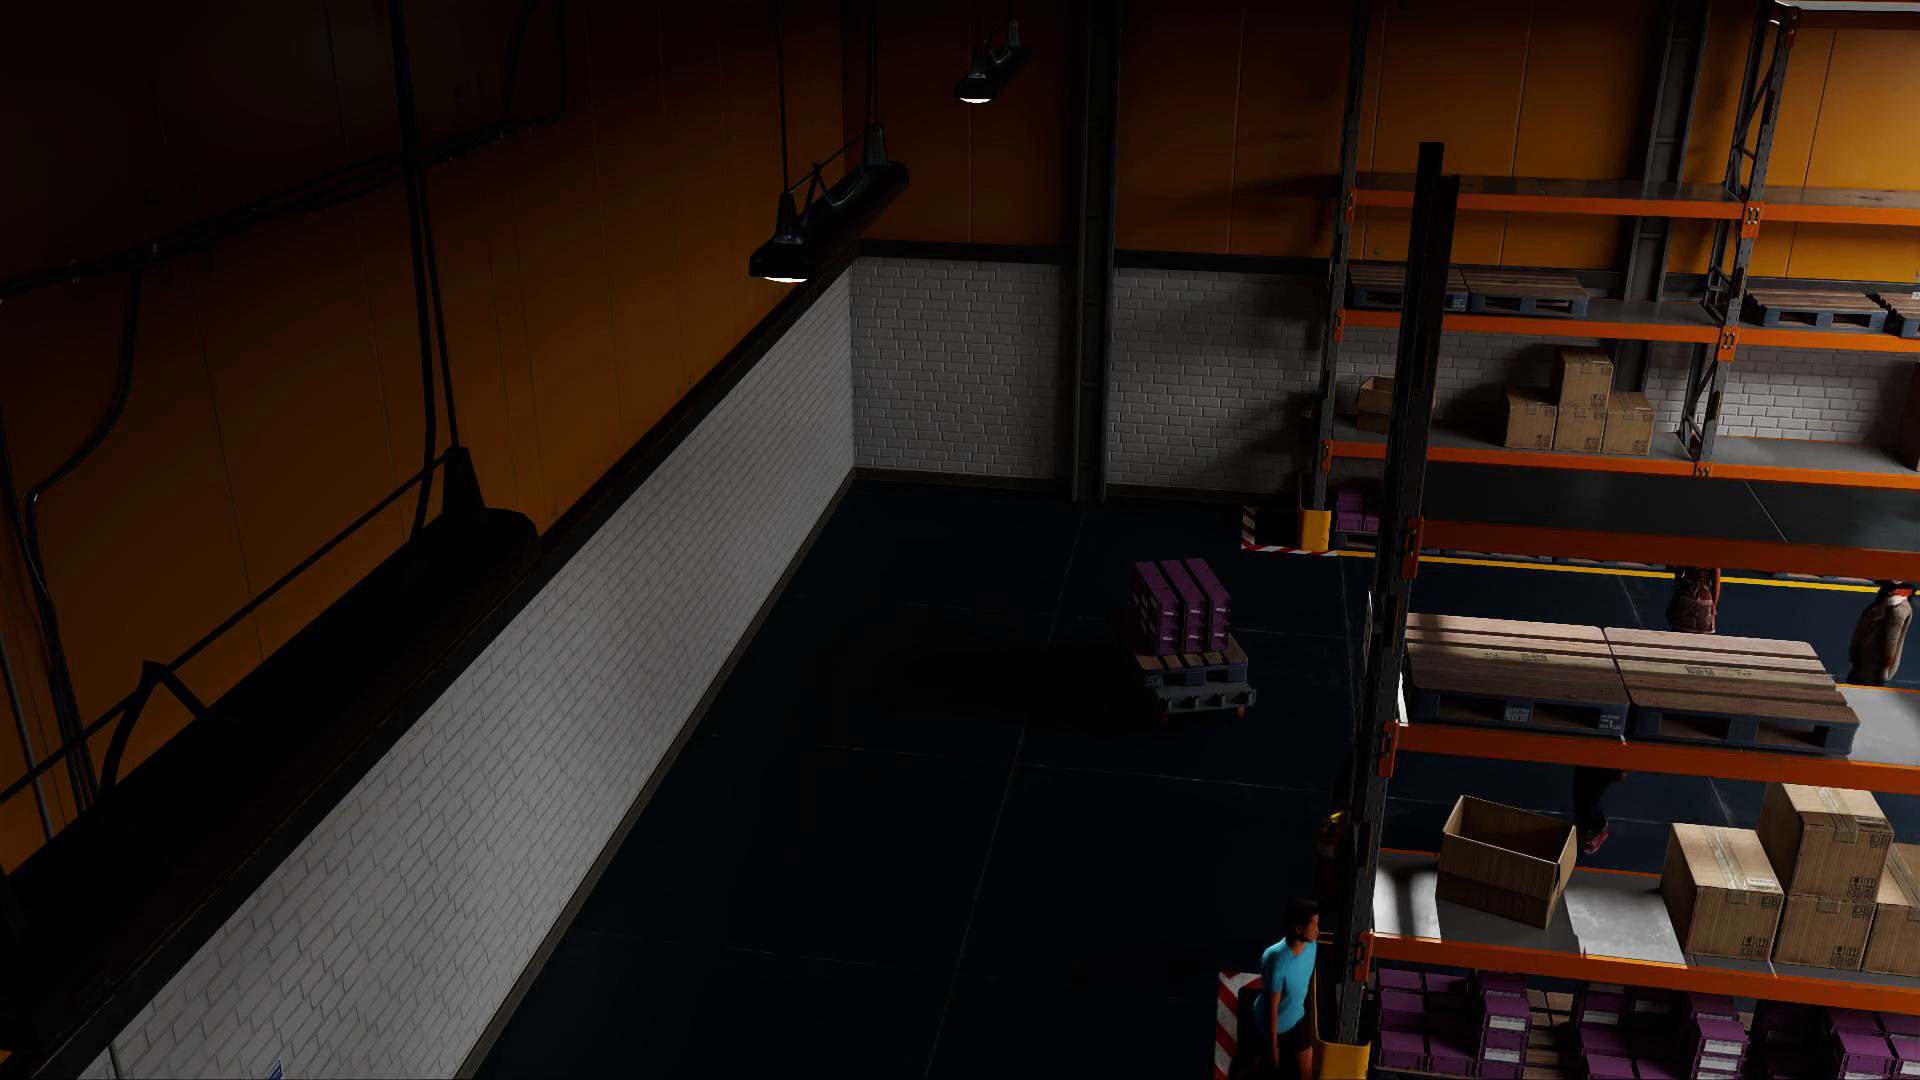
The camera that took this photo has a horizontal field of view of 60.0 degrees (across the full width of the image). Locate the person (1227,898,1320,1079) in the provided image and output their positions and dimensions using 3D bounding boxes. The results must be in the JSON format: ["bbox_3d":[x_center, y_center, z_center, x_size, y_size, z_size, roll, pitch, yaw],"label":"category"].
[{"bbox_3d":[1.898,2.941,10.322,1.127,1.725,1.214,-17,29,-33],"label":"person"}]
